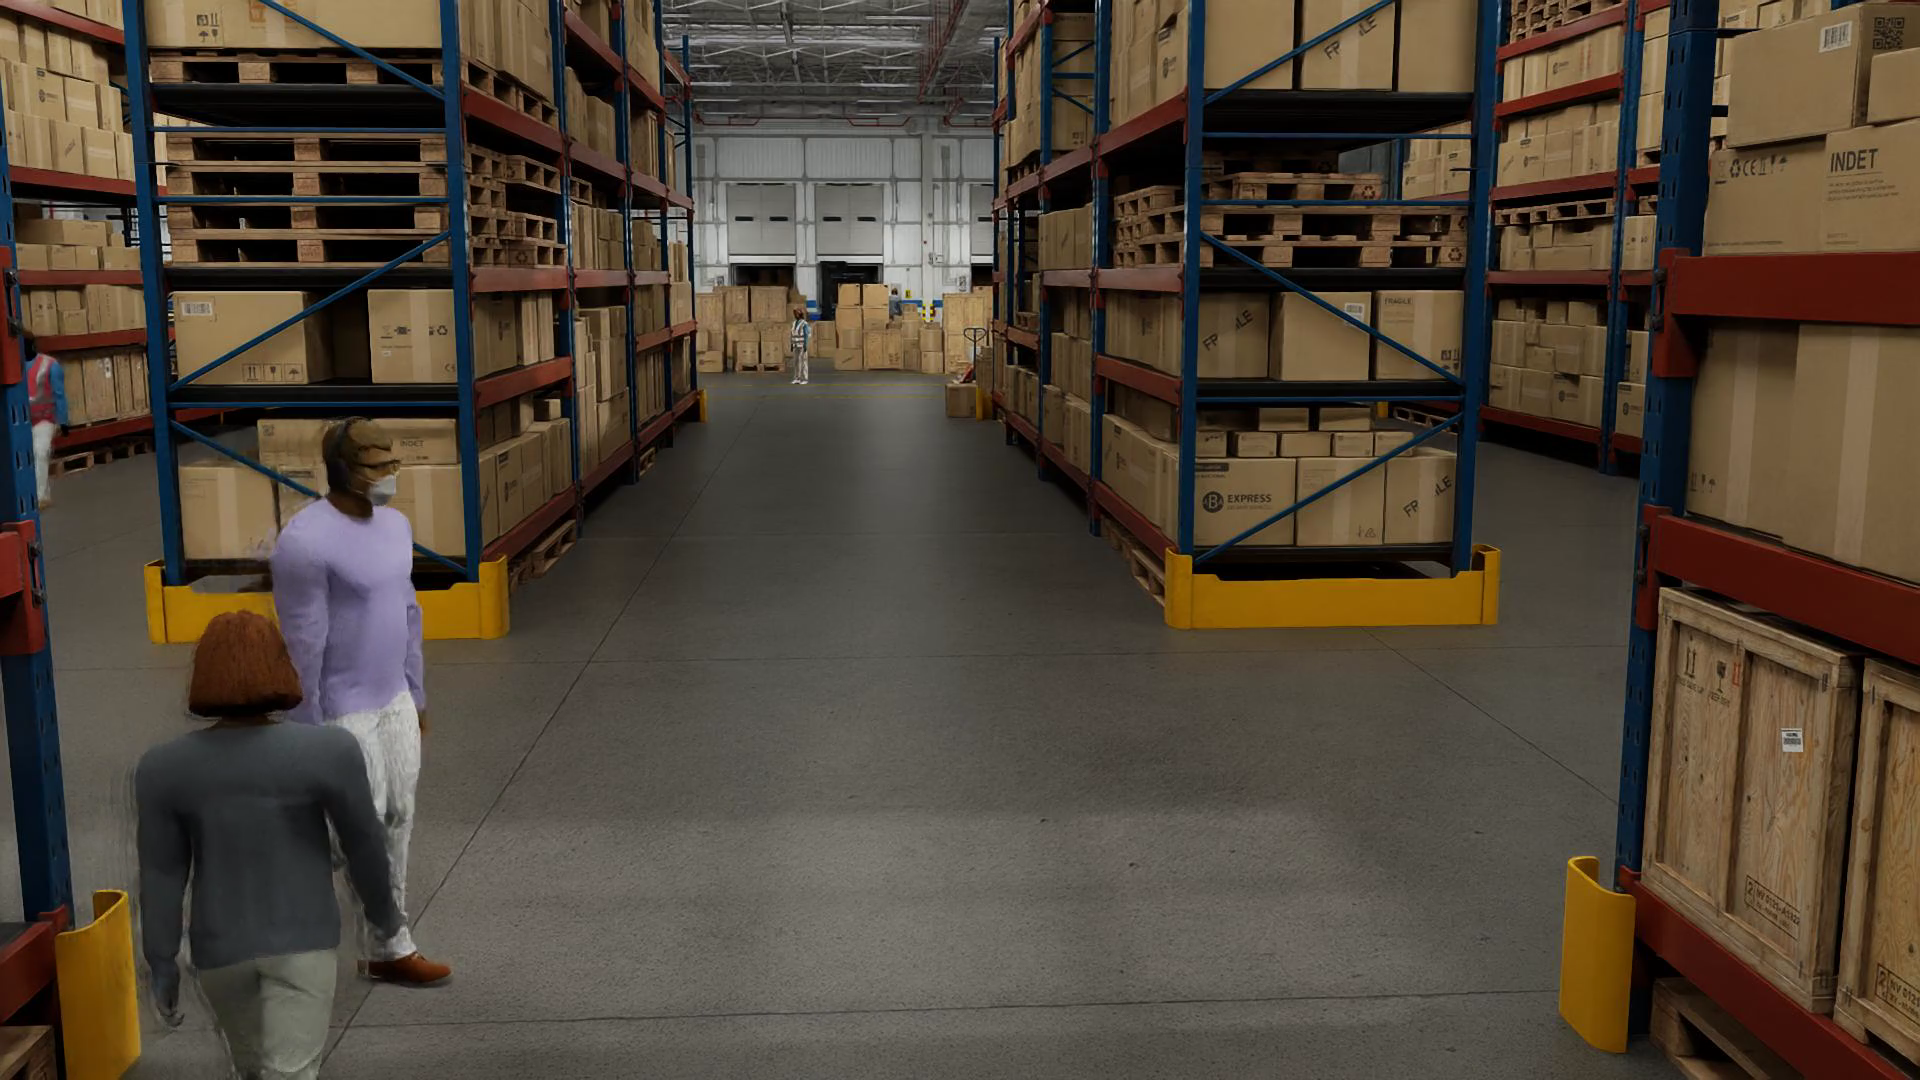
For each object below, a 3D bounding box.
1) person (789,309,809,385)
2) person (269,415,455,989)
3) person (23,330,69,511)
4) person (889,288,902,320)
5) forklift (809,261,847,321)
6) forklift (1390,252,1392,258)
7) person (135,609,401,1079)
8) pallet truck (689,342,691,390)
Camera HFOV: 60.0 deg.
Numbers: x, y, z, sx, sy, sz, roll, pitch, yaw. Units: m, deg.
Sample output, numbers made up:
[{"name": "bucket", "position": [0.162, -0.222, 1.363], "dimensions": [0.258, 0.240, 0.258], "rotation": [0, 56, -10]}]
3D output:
[{"name": "person", "position": [-3.467, -4.174, 35.924], "dimensions": [0.522, 1.640, 0.306], "rotation": [8, 12, 42]}, {"name": "person", "position": [-2.038, 0.547, 5.434], "dimensions": [0.631, 1.920, 0.632], "rotation": [2, 9, 13]}, {"name": "person", "position": [-9.206, -1.145, 16.367], "dimensions": [0.655, 1.807, 0.880], "rotation": [0, 9, 0]}, {"name": "person", "position": [-2.293, -7.806, 57.852], "dimensions": [0.634, 1.928, 0.391], "rotation": [3, 10, 20]}, {"name": "forklift", "position": [-4.183, -7.836, 55.031], "dimensions": [1.873, 2.768, 1.129], "rotation": [8, 12, 40]}, {"name": "forklift", "position": [8.612, -4.364, 33.230], "dimensions": [1.129, 2.768, 1.873], "rotation": [1, 9, 6]}, {"name": "person", "position": [-1.624, 0.946, 3.944], "dimensions": [0.510, 1.583, 0.884], "rotation": [-1, 9, -5]}, {"name": "pallet truck", "position": [-5.225, -3.008, 27.480], "dimensions": [1.885, 1.965, 0.823], "rotation": [2, 9, 14]}]
